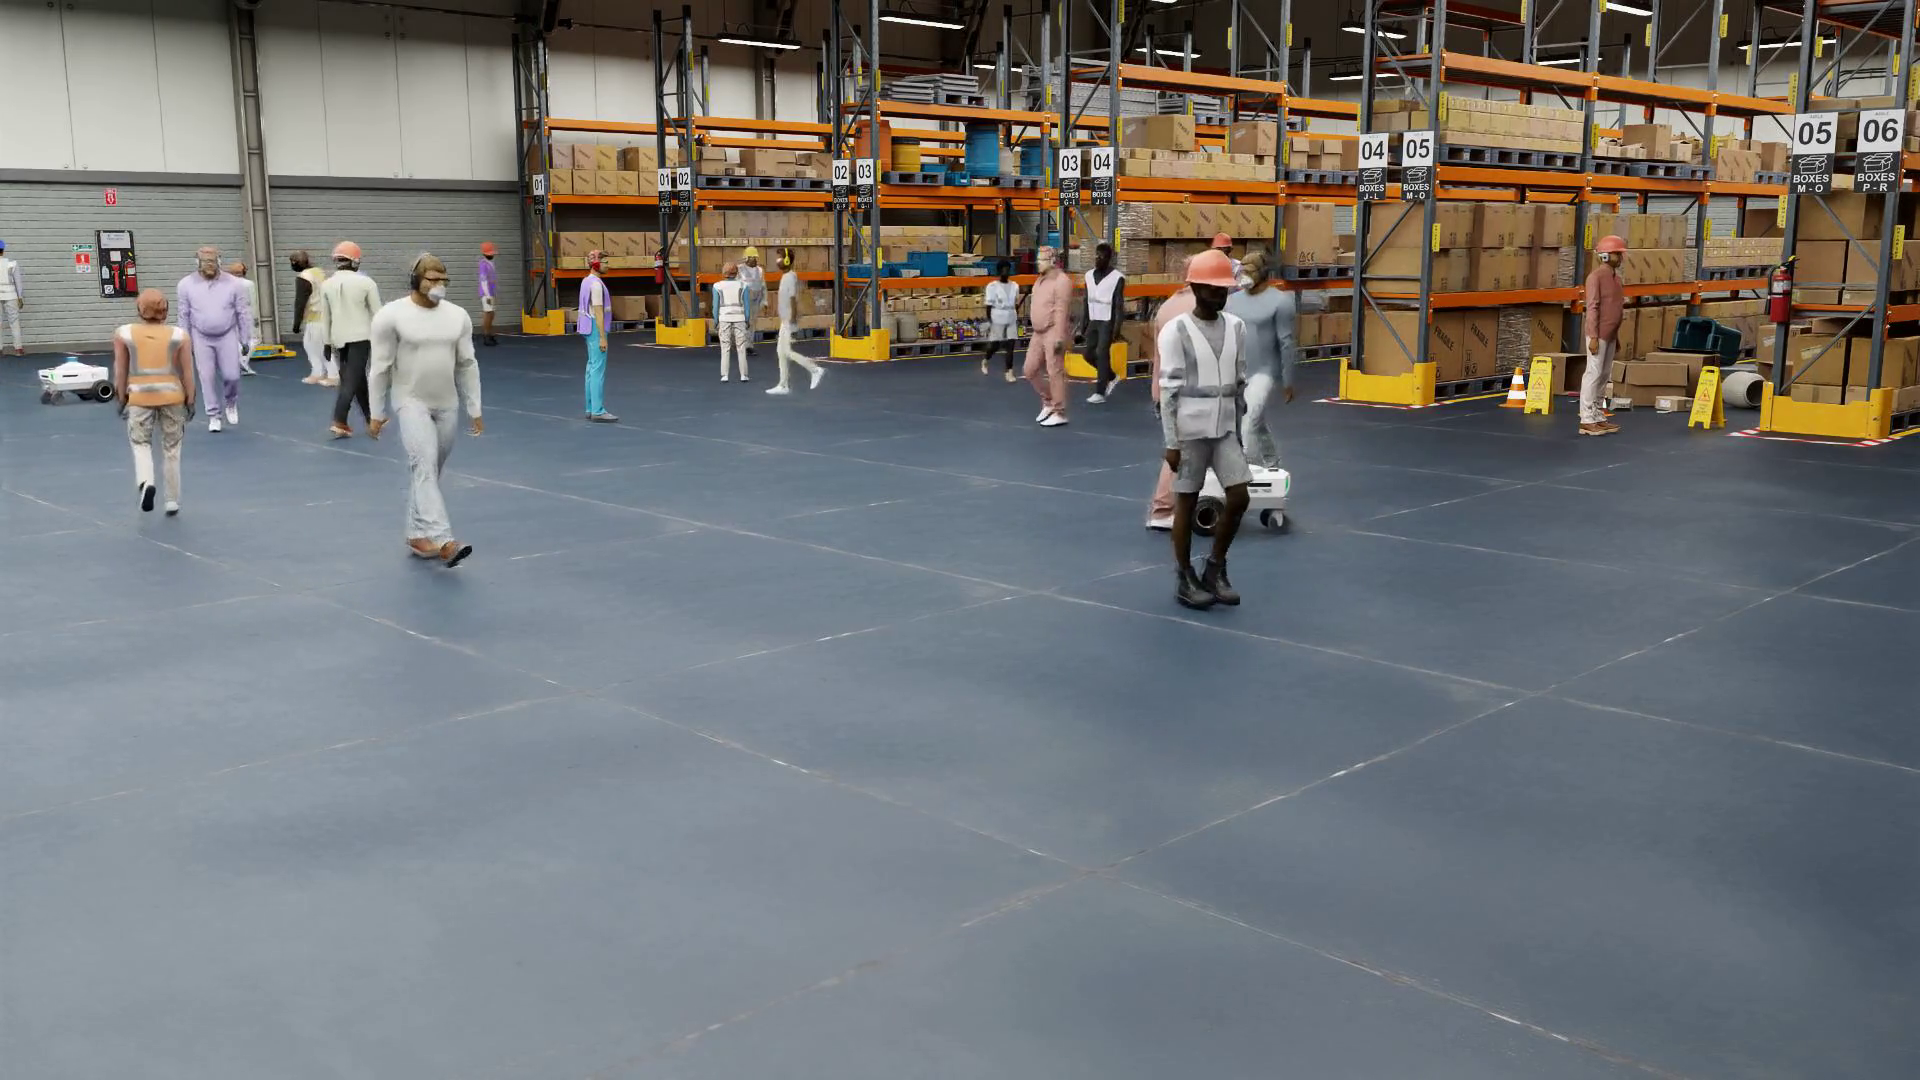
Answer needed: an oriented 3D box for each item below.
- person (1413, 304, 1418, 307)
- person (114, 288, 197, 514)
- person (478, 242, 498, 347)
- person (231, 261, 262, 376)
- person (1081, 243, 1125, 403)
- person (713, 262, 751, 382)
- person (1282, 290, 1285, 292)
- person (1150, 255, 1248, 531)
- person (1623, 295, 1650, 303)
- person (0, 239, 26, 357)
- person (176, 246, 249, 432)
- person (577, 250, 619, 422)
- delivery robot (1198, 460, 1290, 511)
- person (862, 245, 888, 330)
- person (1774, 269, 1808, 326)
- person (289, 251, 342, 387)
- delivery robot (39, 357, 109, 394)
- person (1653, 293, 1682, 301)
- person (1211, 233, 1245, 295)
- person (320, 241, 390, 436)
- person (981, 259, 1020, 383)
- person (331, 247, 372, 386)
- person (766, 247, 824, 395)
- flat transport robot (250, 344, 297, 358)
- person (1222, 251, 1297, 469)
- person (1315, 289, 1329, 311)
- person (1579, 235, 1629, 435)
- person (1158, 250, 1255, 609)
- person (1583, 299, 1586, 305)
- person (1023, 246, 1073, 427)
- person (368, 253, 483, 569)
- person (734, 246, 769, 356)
[{"bbox_3d":[7.327,-3.530,25.882,0.498,1.599,0.842,7,13,35],"label":"person"},{"bbox_3d":[-5.736,-0.979,11.880,0.539,1.624,0.446,-4,11,-23],"label":"person"},{"bbox_3d":[-8.580,-4.501,30.439,0.359,1.888,0.766,0,10,1],"label":"person"},{"bbox_3d":[-10.246,-3.161,23.770,0.536,1.623,0.388,3,11,16],"label":"person"},{"bbox_3d":[1.732,-2.617,20.052,0.552,1.904,0.622,-10,14,-42],"label":"person"},{"bbox_3d":[-3.124,-2.983,22.785,0.512,1.642,0.311,-1,10,-8],"label":"person"},{"bbox_3d":[5.463,-4.221,29.191,0.330,1.768,0.526,-8,13,-36],"label":"person"},{"bbox_3d":[1.693,-1.002,11.378,0.963,1.861,0.651,-4,11,-22],"label":"person"},{"bbox_3d":[12.332,-4.450,30.211,0.898,1.845,0.616,-9,14,-41],"label":"person"},{"bbox_3d":[-15.877,-4.018,27.589,0.605,1.948,0.391,-5,11,-24],"label":"person"},{"bbox_3d":[-7.653,-2.057,17.060,0.676,1.890,0.423,-4,11,-23],"label":"person"},{"bbox_3d":[-3.956,-2.217,18.051,0.372,1.843,0.570,-4,11,-23],"label":"person"},{"bbox_3d":[1.884,-0.372,11.369,0.707,0.478,0.477,0,10,-2],"label":"delivery robot"},{"bbox_3d":[-1.583,-4.537,30.735,0.536,1.829,0.533,-3,11,-15],"label":"person"},{"bbox_3d":[12.929,-3.602,25.741,0.923,1.798,0.627,-9,14,-42],"label":"person"},{"bbox_3d":[-8.594,-2.938,22.122,0.633,1.794,0.655,-1,10,-4],"label":"person"},{"bbox_3d":[-10.695,-1.969,20.080,0.477,0.478,0.707,8,13,37],"label":"delivery robot"},{"bbox_3d":[13.107,-4.419,30.734,0.872,1.582,0.521,-5,12,-26],"label":"person"},{"bbox_3d":[3.511,-3.090,22.310,0.617,2.034,0.424,7,12,32],"label":"person"},{"bbox_3d":[-6.165,-2.044,16.871,0.604,1.948,1.047,3,11,17],"label":"person"},{"bbox_3d":[0.560,-3.009,22.821,0.539,1.684,0.566,-6,12,-29],"label":"person"},{"bbox_3d":[-8.064,-2.964,22.101,1.042,1.862,0.558,7,12,33],"label":"person"},{"bbox_3d":[-2.122,-2.777,21.096,0.649,1.854,0.517,-3,11,-13],"label":"person"},{"bbox_3d":[-11.587,-3.048,26.995,0.652,0.197,1.431,6,12,28],"label":"flat transport robot"},{"bbox_3d":[2.234,-1.242,12.637,1.037,1.890,0.648,-10,14,-43],"label":"person"},{"bbox_3d":[9.398,-6.760,42.895,0.423,1.813,0.612,7,12,33],"label":"person"},{"bbox_3d":[6.531,-2.077,16.874,0.375,1.997,0.611,9,14,42],"label":"person"},{"bbox_3d":[1.334,-0.572,8.865,0.581,1.920,0.535,-5,12,-26],"label":"person"},{"bbox_3d":[10.605,-3.972,27.486,0.912,1.901,0.559,-7,12,-33],"label":"person"},{"bbox_3d":[0.924,-2.146,17.552,0.433,1.891,0.655,-6,12,-31],"label":"person"},{"bbox_3d":[-3.174,-0.776,10.093,1.013,1.879,0.651,9,14,42],"label":"person"},{"bbox_3d":[-3.454,-3.976,27.716,0.633,1.811,0.532,-9,14,-42],"label":"person"}]
